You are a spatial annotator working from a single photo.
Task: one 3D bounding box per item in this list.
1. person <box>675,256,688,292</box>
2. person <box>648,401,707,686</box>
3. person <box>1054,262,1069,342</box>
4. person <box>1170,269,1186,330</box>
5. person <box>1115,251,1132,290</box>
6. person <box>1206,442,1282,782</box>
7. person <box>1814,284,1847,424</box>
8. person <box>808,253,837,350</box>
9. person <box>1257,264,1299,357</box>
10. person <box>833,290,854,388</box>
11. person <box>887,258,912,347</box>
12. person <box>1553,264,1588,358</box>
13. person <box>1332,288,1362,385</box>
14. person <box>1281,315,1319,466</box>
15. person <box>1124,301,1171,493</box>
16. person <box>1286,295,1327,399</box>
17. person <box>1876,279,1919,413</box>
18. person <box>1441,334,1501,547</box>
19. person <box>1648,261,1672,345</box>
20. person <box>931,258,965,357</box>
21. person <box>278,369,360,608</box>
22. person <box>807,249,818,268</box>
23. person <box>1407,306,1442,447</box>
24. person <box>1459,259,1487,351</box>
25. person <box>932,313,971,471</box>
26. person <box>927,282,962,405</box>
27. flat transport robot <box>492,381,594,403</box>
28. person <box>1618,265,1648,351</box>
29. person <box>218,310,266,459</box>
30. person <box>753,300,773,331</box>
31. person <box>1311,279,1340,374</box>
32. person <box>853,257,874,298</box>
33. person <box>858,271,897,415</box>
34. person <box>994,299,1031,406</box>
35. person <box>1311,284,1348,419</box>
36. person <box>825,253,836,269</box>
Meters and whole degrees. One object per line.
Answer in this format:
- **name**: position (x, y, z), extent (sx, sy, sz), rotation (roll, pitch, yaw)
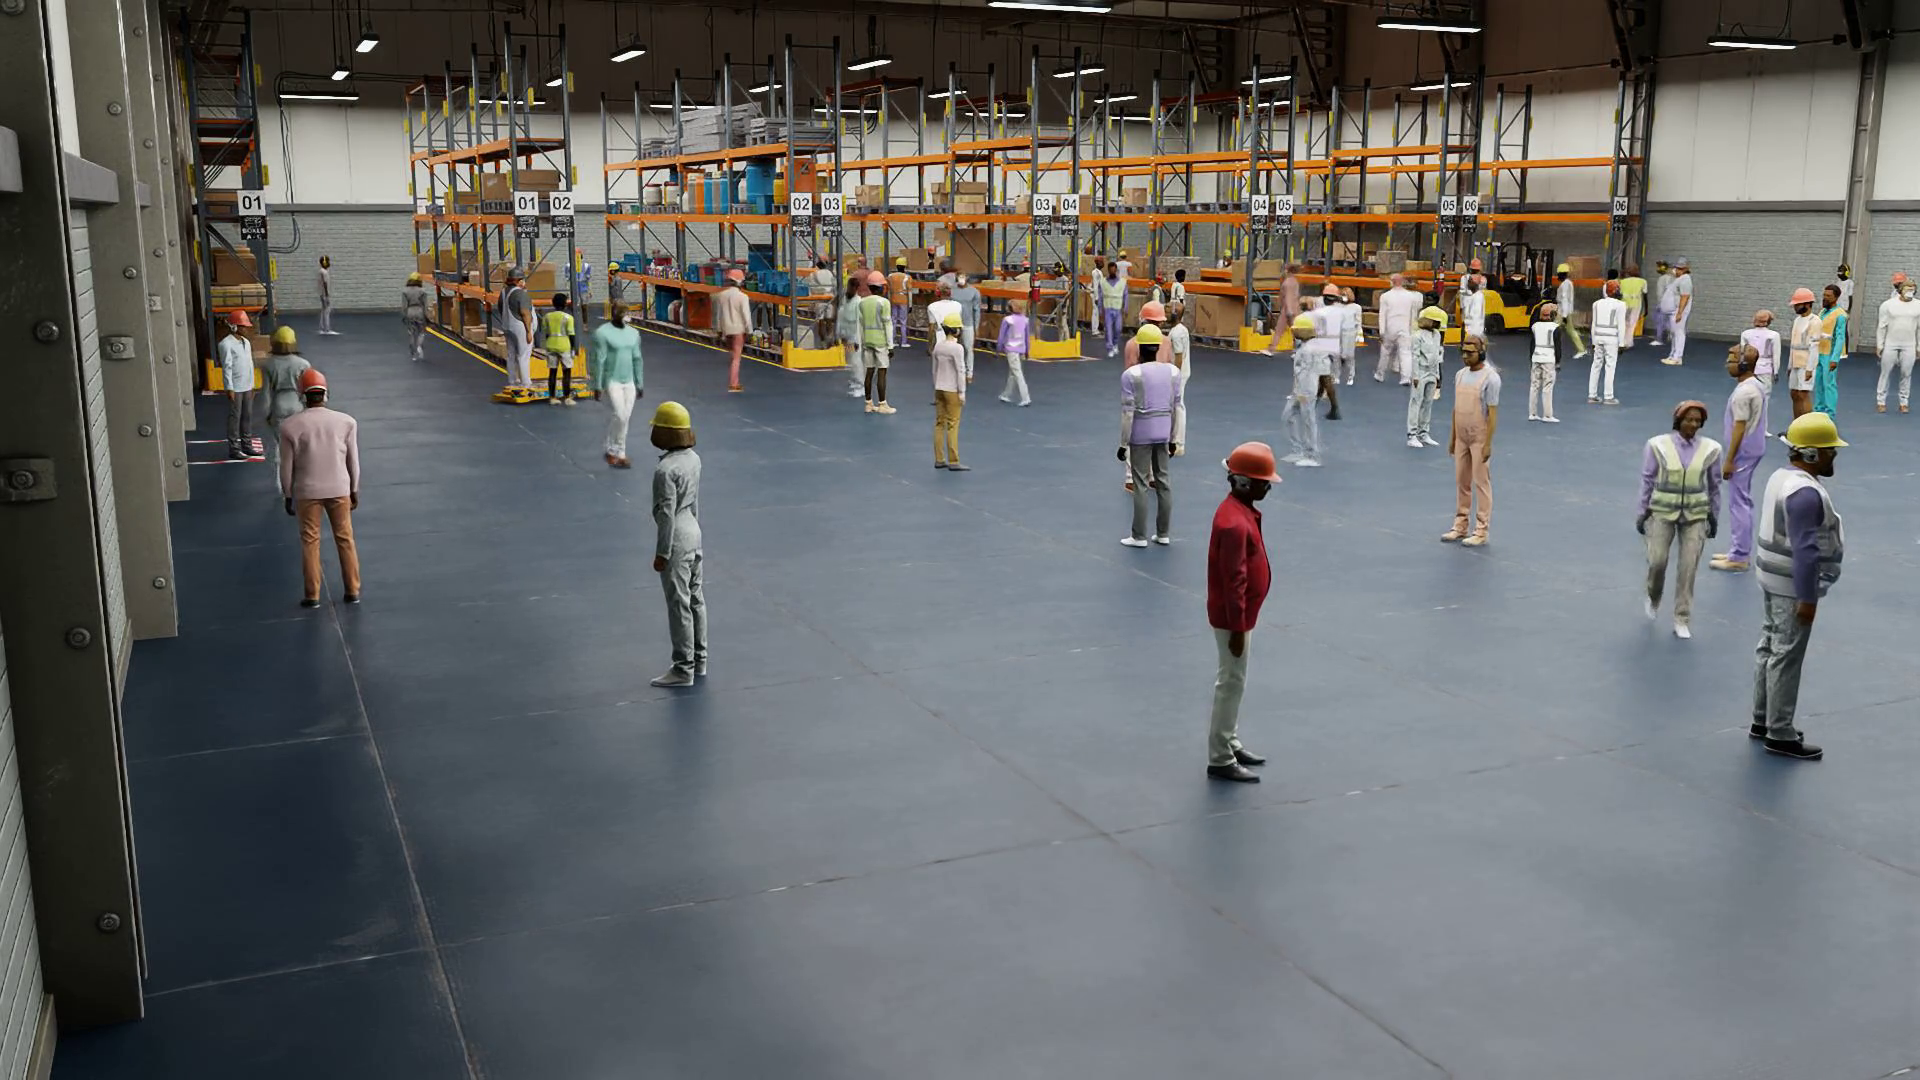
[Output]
- **person**: position (-7.587, -6.900, 45.326), extent (0.337, 1.759, 0.522), rotation (-7, 13, -30)
- **person**: position (-1.739, 0.022, 10.173), extent (0.287, 1.746, 0.487), rotation (3, 11, 13)
- **person**: position (2.127, -4.925, 35.037), extent (0.326, 1.861, 0.504), rotation (-5, 12, -23)
- **person**: position (4.643, -4.916, 35.420), extent (0.322, 1.685, 0.542), rotation (-2, 11, -12)
- **person**: position (4.834, -7.682, 49.283), extent (0.531, 1.763, 0.349), rotation (2, 11, 8)
- **person**: position (1.434, 0.362, 8.459), extent (0.353, 1.739, 0.575), rotation (2, 11, 12)
- **person**: position (11.701, -2.480, 22.439), extent (0.387, 1.921, 0.594), rotation (0, 11, 0)
- **person**: position (-2.890, -5.002, 34.977), extent (0.646, 2.026, 0.478), rotation (-5, 12, -22)
- **person**: position (6.493, -4.574, 33.256), extent (0.993, 1.851, 0.668), rotation (5, 12, 25)
- **person**: position (-1.846, -3.325, 27.515), extent (0.527, 1.611, 0.693), rotation (-10, 15, -43)
- **person**: position (-1.284, -5.102, 35.786), extent (0.581, 1.919, 0.402), rotation (4, 12, 20)
- **person**: position (12.029, -4.540, 33.037), extent (0.999, 1.884, 0.606), rotation (7, 13, 32)
- **person**: position (6.481, -3.421, 27.952), extent (0.507, 1.632, 0.264), rotation (7, 13, 30)
- **person**: position (3.872, -1.696, 18.943), extent (0.533, 1.725, 0.496), rotation (0, 11, 2)
- **person**: position (1.953, -1.457, 17.099), extent (0.620, 1.984, 0.406), rotation (-9, 14, -37)
- **person**: position (5.379, -2.944, 25.545), extent (0.657, 1.622, 0.516), rotation (5, 12, 23)
- **person**: position (13.579, -2.794, 24.017), extent (0.631, 1.932, 0.363), rotation (4, 12, 21)
- **person**: position (4.450, -0.867, 14.450), extent (0.348, 1.841, 0.501), rotation (-5, 12, -25)
- **person**: position (15.394, -5.170, 36.324), extent (0.534, 1.846, 0.504), rotation (0, 11, 2)
- **person**: position (-0.187, -4.674, 33.286), extent (0.696, 2.000, 0.885), rotation (-9, 14, -39)
- **person**: position (-4.706, -0.381, 12.234), extent (0.563, 1.744, 0.349), rotation (-7, 13, -32)
- **person**: position (-4.609, -8.170, 51.812), extent (0.349, 1.743, 0.563), rotation (0, 11, 1)
- **person**: position (5.777, -2.021, 20.570), extent (0.484, 1.739, 0.305), rotation (-8, 14, -36)
- **person**: position (10.704, -4.899, 34.715), extent (0.543, 1.928, 0.372), rotation (1, 11, 4)
- **person**: position (-0.105, -1.664, 18.687), extent (0.330, 1.769, 0.526), rotation (-8, 14, -36)
- **person**: position (-0.225, -2.931, 24.918), extent (0.563, 1.847, 0.391), rotation (-6, 13, -27)
- **flat transport robot**: position (-6.449, -2.300, 25.733), extent (0.652, 0.197, 1.431), rotation (9, 15, 40)
- **person**: position (14.079, -4.867, 34.904), extent (0.573, 1.808, 0.930), rotation (10, 15, 42)
- **person**: position (-8.440, -1.819, 19.537), extent (0.350, 1.743, 0.564), rotation (1, 11, 7)
- **person**: position (-4.583, -5.771, 38.882), extent (0.605, 2.034, 0.389), rotation (1, 11, 7)
- **person**: position (5.797, -3.245, 26.590), extent (0.506, 1.828, 0.624), rotation (6, 13, 30)
- **person**: position (-2.173, -5.384, 37.262), extent (0.647, 1.899, 0.404), rotation (-10, 15, -42)
- **person**: position (-1.182, -2.820, 23.846), extent (0.607, 2.048, 0.365), rotation (9, 15, 40)
- **person**: position (0.823, -2.820, 25.000), extent (0.523, 1.597, 0.856), rotation (-10, 15, -42)
- **person**: position (5.154, -2.658, 23.455), extent (0.550, 1.881, 0.977), rotation (-5, 12, -26)
- **person**: position (-3.954, -8.113, 51.824), extent (0.492, 1.625, 0.282), rotation (4, 12, 18)
